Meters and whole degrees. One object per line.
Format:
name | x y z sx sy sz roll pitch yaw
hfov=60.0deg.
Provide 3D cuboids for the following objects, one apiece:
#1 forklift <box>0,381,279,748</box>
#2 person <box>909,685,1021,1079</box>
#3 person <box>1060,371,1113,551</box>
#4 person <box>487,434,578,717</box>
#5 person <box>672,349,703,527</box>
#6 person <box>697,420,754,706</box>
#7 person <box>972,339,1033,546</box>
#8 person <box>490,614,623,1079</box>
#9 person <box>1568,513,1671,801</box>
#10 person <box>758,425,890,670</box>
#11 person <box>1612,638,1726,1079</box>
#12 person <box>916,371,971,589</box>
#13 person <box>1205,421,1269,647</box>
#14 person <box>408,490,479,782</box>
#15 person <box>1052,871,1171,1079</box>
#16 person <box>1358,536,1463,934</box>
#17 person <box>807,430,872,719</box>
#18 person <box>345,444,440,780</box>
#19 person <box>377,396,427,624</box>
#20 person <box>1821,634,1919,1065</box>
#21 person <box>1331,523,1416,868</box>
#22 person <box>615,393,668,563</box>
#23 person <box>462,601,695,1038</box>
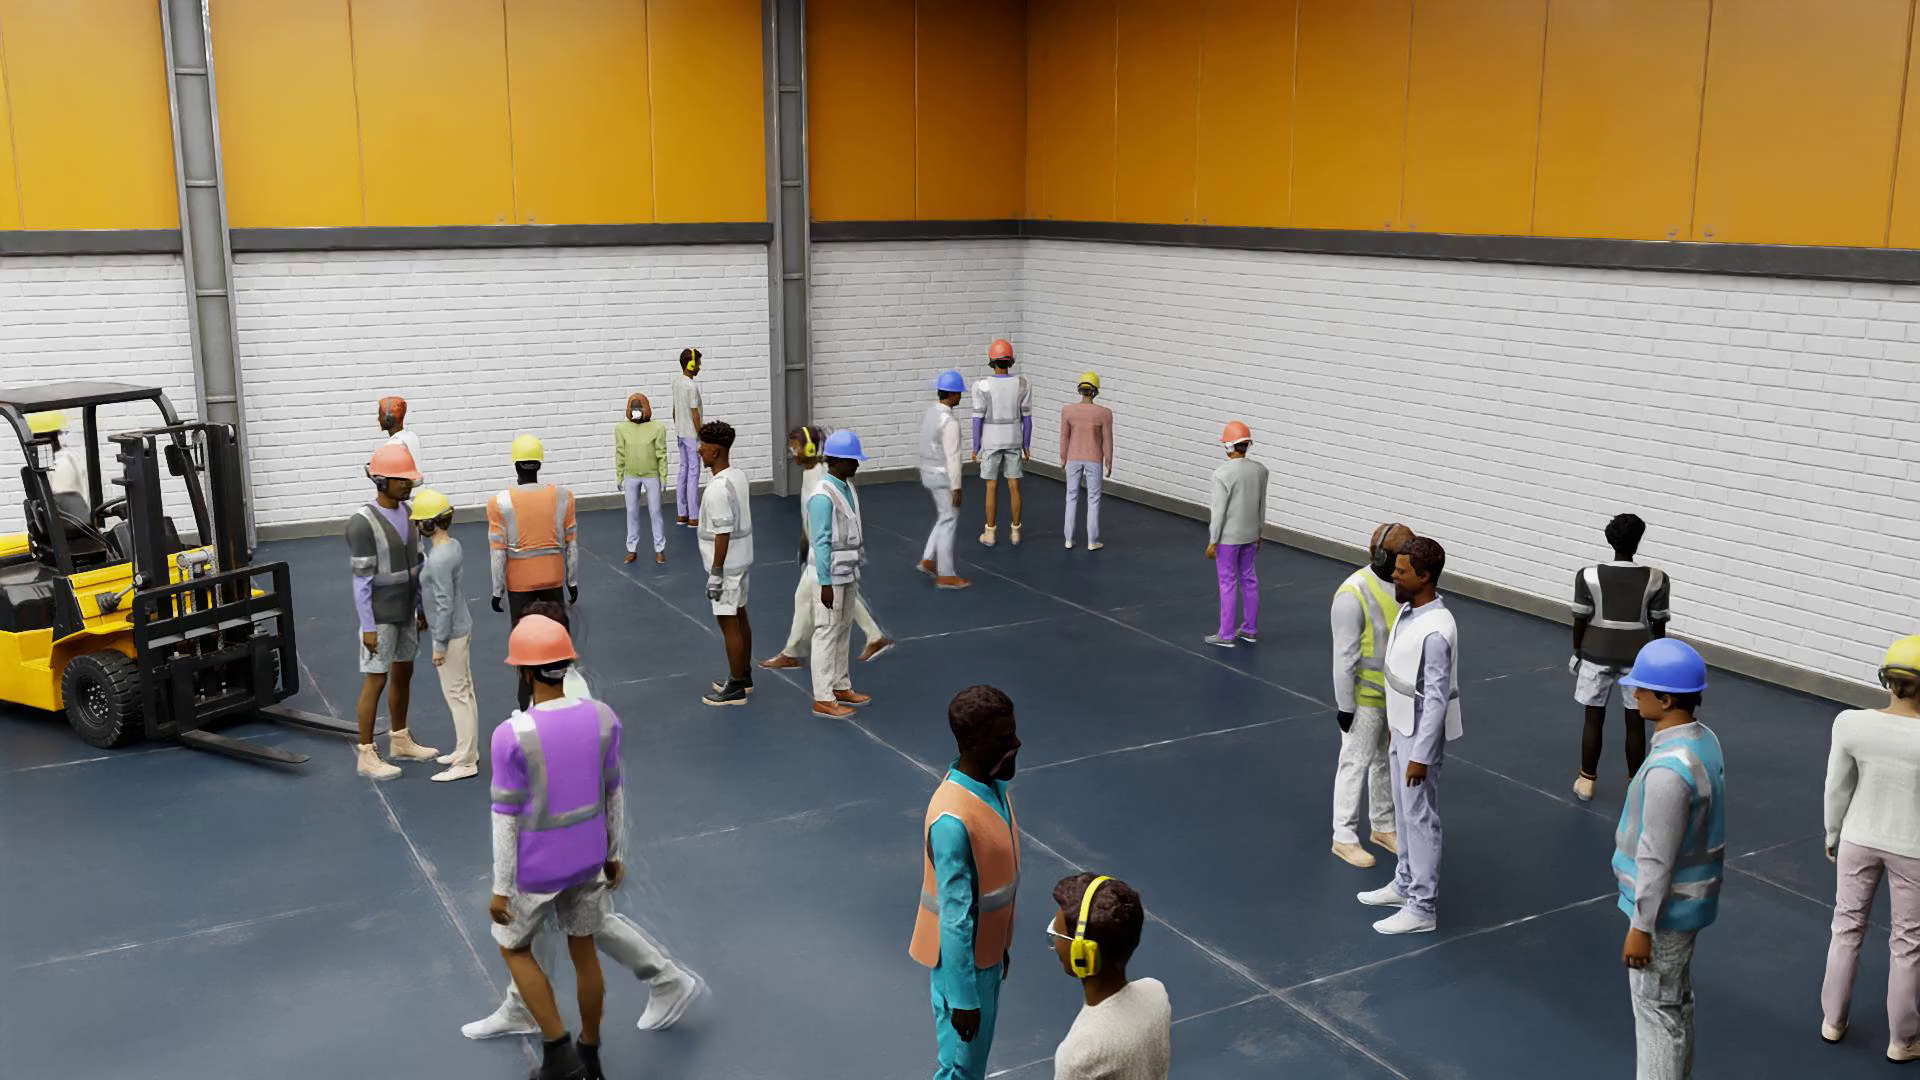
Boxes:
forklift | -5.853 0.085 11.199 2.313 2.155 1.214 7 14 28
person | 0.036 1.413 5.626 0.390 1.920 0.588 2 12 10
person | 1.235 -0.769 16.243 0.532 1.756 0.344 4 13 16
person | -2.819 0.262 11.002 0.592 1.925 0.385 -7 14 -31
person | -2.811 -1.066 17.379 0.328 1.865 0.518 -9 15 -36
person | -1.608 0.155 11.407 0.367 1.964 0.609 2 12 7
person | 0.407 -0.959 16.440 0.609 2.048 0.367 -2 12 -11
person | -1.571 1.233 6.450 0.414 1.922 0.594 11 16 42
person | 3.780 0.685 9.571 0.533 1.692 0.322 4 13 18
person | -0.976 0.056 12.257 0.975 1.823 0.564 -3 12 -12
person | 2.557 1.308 6.081 0.416 1.940 0.615 7 14 31
person | -0.132 -0.527 14.676 0.444 1.932 0.660 -5 13 -21
person | 2.122 -0.053 12.888 0.572 1.748 0.342 -9 15 -35
person | -3.089 0.569 9.956 0.333 1.763 0.527 -2 12 -8
person | 0.361 1.740 4.246 0.328 1.861 0.501 7 14 29
person | 2.175 0.923 7.923 0.391 1.920 0.593 0 12 2
person | -0.815 0.226 11.149 0.415 1.939 0.605 3 12 15
person | -3.398 0.427 10.015 0.453 2.030 0.620 4 13 19
person | -4.474 -0.222 13.369 0.337 1.882 0.584 0 12 -1
person | 3.788 1.248 6.766 0.318 1.767 0.523 -11 17 -43
person | 2.201 0.804 8.703 0.619 1.835 0.434 -8 14 -34
person | -2.995 -0.581 15.671 0.497 1.626 0.288 1 12 4
person | -1.598 1.178 6.869 0.916 1.865 0.609 -3 13 -16
